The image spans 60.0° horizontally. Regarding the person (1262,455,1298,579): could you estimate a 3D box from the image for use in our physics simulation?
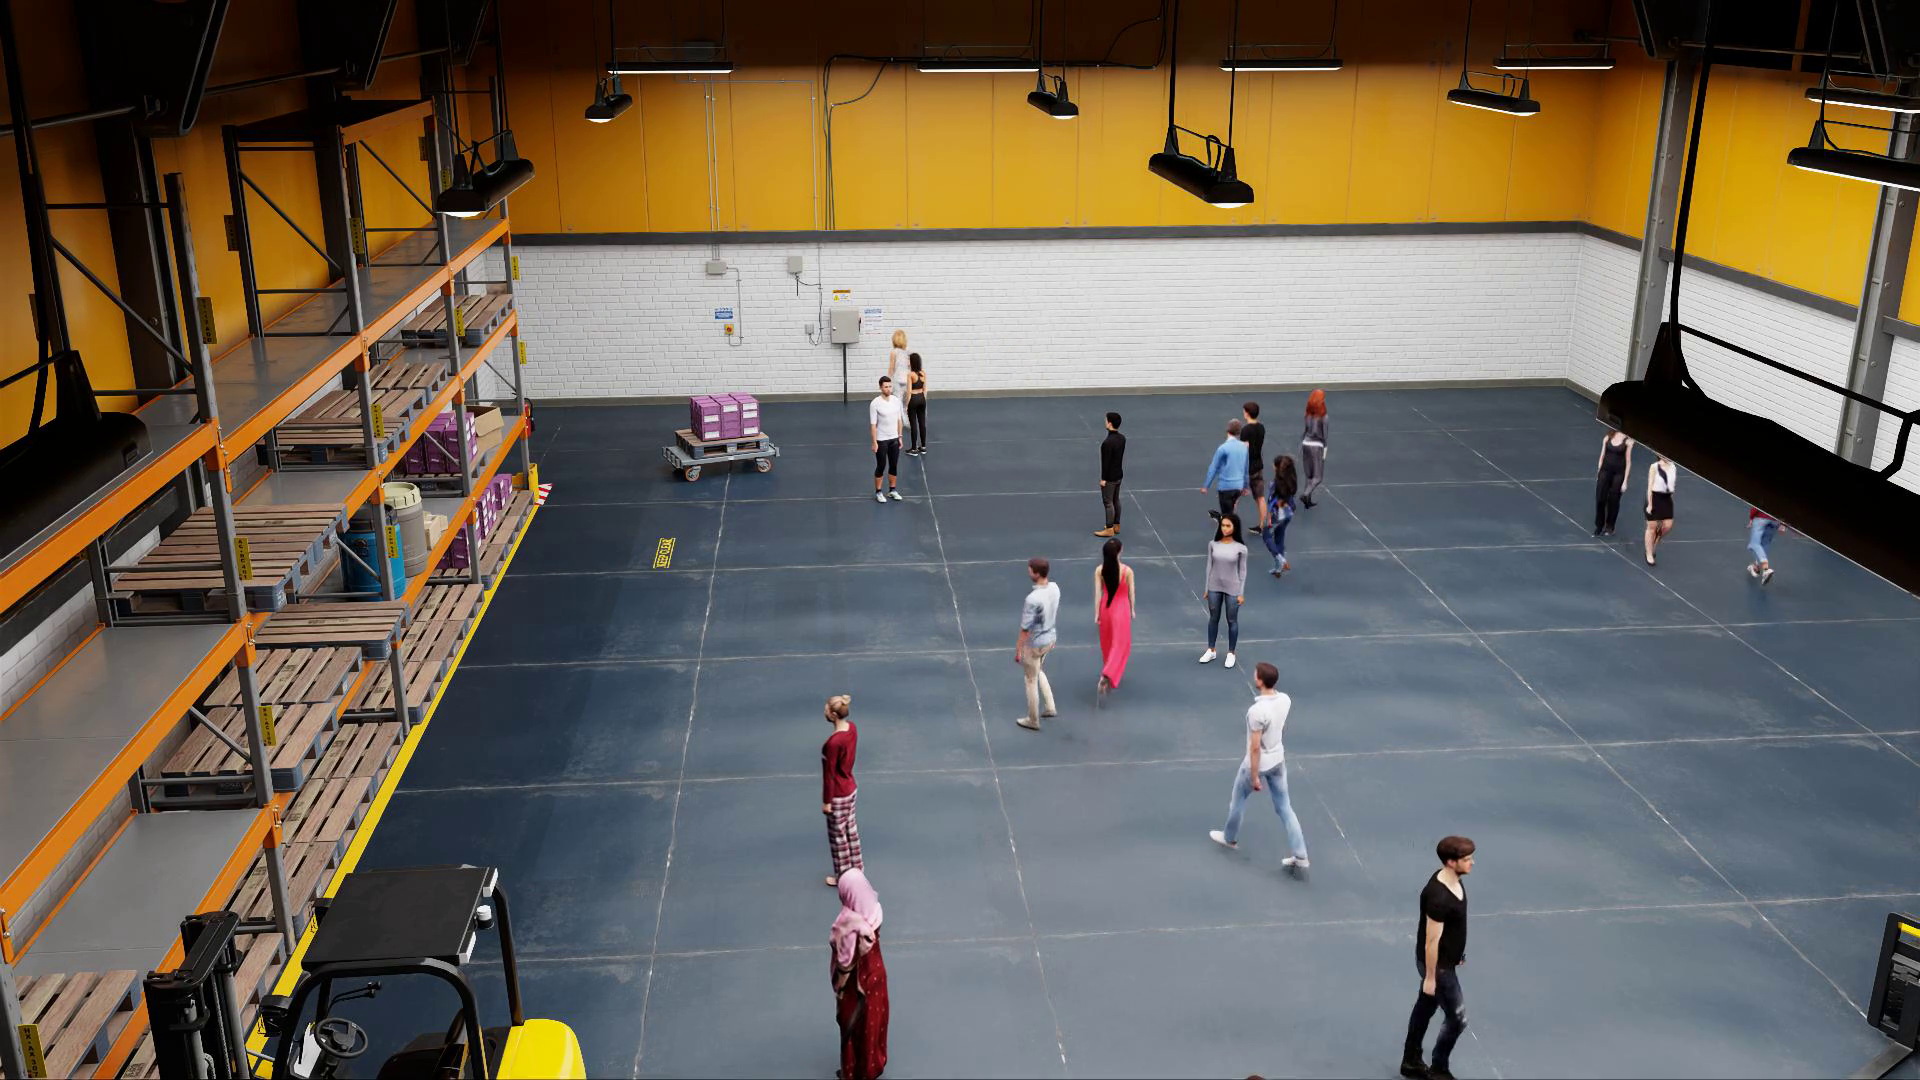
[{"bbox_3d":[4.067,-0.275,20.927,0.766,1.613,0.810,-13,22,-33],"label":"person"}]

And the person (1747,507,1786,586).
[{"bbox_3d":[10.100,-0.222,20.772,0.654,1.613,1.019,0,19,1],"label":"person"}]

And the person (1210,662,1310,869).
[{"bbox_3d":[2.657,1.940,14.044,1.071,1.808,1.297,-13,23,-34],"label":"person"}]

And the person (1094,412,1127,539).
[{"bbox_3d":[2.060,-0.899,22.607,0.786,1.723,0.688,11,22,30],"label":"person"}]

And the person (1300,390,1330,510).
[{"bbox_3d":[4.969,-1.248,23.575,0.850,1.767,0.894,18,25,42],"label":"person"}]

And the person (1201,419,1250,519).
[{"bbox_3d":[3.612,-0.673,21.835,0.865,1.788,0.912,-14,23,-36],"label":"person"}]

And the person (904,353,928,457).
[{"bbox_3d":[-0.692,-2.175,26.521,0.634,1.643,0.651,-14,23,-35],"label":"person"}]

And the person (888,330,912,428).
[{"bbox_3d":[-0.996,-2.711,28.091,0.928,1.657,0.862,17,25,42],"label":"person"}]

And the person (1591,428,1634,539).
[{"bbox_3d":[8.907,-0.890,22.580,0.856,1.724,0.930,13,22,33],"label":"person"}]

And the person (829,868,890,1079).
[{"bbox_3d":[-0.673,2.955,11.301,0.824,1.635,0.736,11,22,30],"label":"person"}]

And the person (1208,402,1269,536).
[{"bbox_3d":[4.010,-0.929,22.545,1.141,1.820,1.268,-17,25,-41],"label":"person"}]

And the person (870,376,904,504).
[{"bbox_3d":[-1.066,-1.478,24.131,0.740,1.848,0.737,-12,22,-32],"label":"person"}]

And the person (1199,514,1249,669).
[{"bbox_3d":[2.930,0.538,18.324,0.685,1.735,0.708,10,21,28],"label":"person"}]

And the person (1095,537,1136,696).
[{"bbox_3d":[1.613,0.835,17.497,0.918,1.699,1.162,8,20,22],"label":"person"}]

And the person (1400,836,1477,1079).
[{"bbox_3d":[3.151,2.837,11.259,0.912,1.886,0.830,8,20,22],"label":"person"}]

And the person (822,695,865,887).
[{"bbox_3d":[-0.990,2.074,13.817,0.733,1.699,0.584,5,19,15],"label":"person"}]

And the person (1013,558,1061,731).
[{"bbox_3d":[0.824,1.057,16.622,0.854,1.837,0.785,17,25,41],"label":"person"}]

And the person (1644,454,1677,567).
[{"bbox_3d":[8.970,-0.472,21.474,0.577,1.637,0.630,-4,19,-10],"label":"person"}]
